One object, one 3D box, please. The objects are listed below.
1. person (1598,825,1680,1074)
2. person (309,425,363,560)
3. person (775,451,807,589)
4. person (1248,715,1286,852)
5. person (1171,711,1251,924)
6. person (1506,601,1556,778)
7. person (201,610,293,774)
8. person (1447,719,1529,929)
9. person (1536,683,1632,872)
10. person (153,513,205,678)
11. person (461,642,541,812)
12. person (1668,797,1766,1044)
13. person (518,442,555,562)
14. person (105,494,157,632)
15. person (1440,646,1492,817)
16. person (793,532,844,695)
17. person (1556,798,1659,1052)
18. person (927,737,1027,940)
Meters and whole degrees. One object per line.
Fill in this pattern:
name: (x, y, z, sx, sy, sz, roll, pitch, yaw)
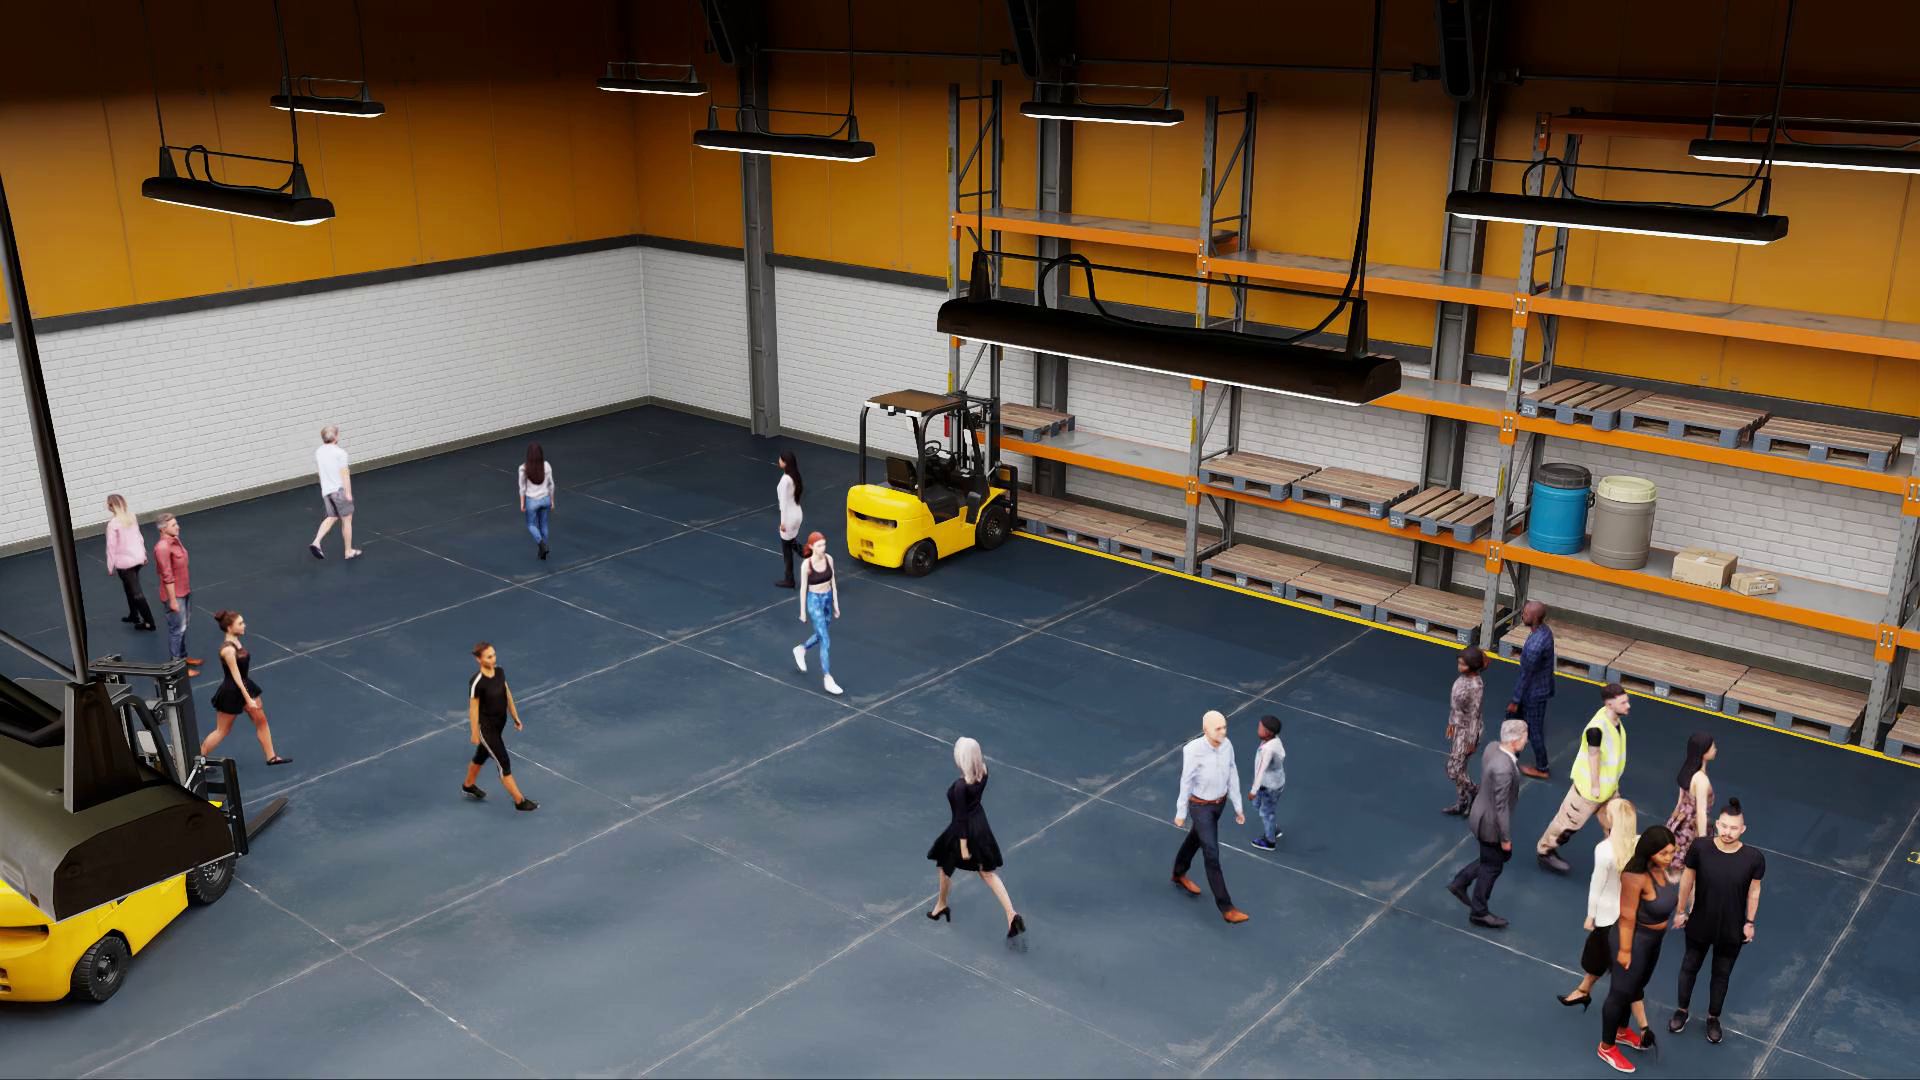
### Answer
person: (4.753, 2.810, 11.669, 0.619, 1.814, 0.664, 17, 25, 41)
person: (-8.233, -0.574, 21.724, 0.992, 1.811, 0.891, 8, 20, 22)
person: (-2.034, -0.239, 20.748, 0.918, 1.799, 0.776, 7, 20, 20)
person: (2.771, 2.134, 14.561, 0.584, 1.250, 0.560, 7, 20, 19)
person: (1.965, 2.197, 13.621, 0.884, 1.730, 1.304, -12, 22, -33)
person: (5.537, 1.440, 15.774, 0.928, 1.790, 0.810, 9, 21, 25)
person: (-6.993, 1.490, 15.864, 1.089, 1.638, 1.063, -2, 19, -7)
person: (4.192, 2.256, 13.309, 0.904, 1.817, 0.876, 3, 19, 10)
person: (5.277, 2.037, 13.996, 1.141, 1.795, 0.683, 14, 23, 36)
person: (-8.628, 0.579, 18.269, 0.818, 1.830, 0.714, -4, 19, -13)
person: (-4.376, 1.701, 15.267, 1.199, 1.620, 0.862, 6, 20, 18)
person: (5.420, 2.699, 11.919, 0.607, 1.865, 0.799, 9, 21, 25)
person: (-5.489, -0.464, 21.704, 0.749, 1.616, 0.862, -11, 22, -30)
person: (-9.625, 0.273, 19.433, 0.891, 1.667, 0.800, 4, 19, 11)
person: (4.647, 1.754, 14.978, 0.821, 1.704, 0.769, 2, 19, 6)
person: (-1.558, 0.740, 17.904, 0.611, 1.758, 1.133, -17, 25, -42)
person: (4.742, 2.754, 11.824, 0.864, 1.821, 1.181, -8, 20, -23)
person: (0.152, 2.381, 13.116, 1.178, 1.705, 0.655, 13, 22, 33)
